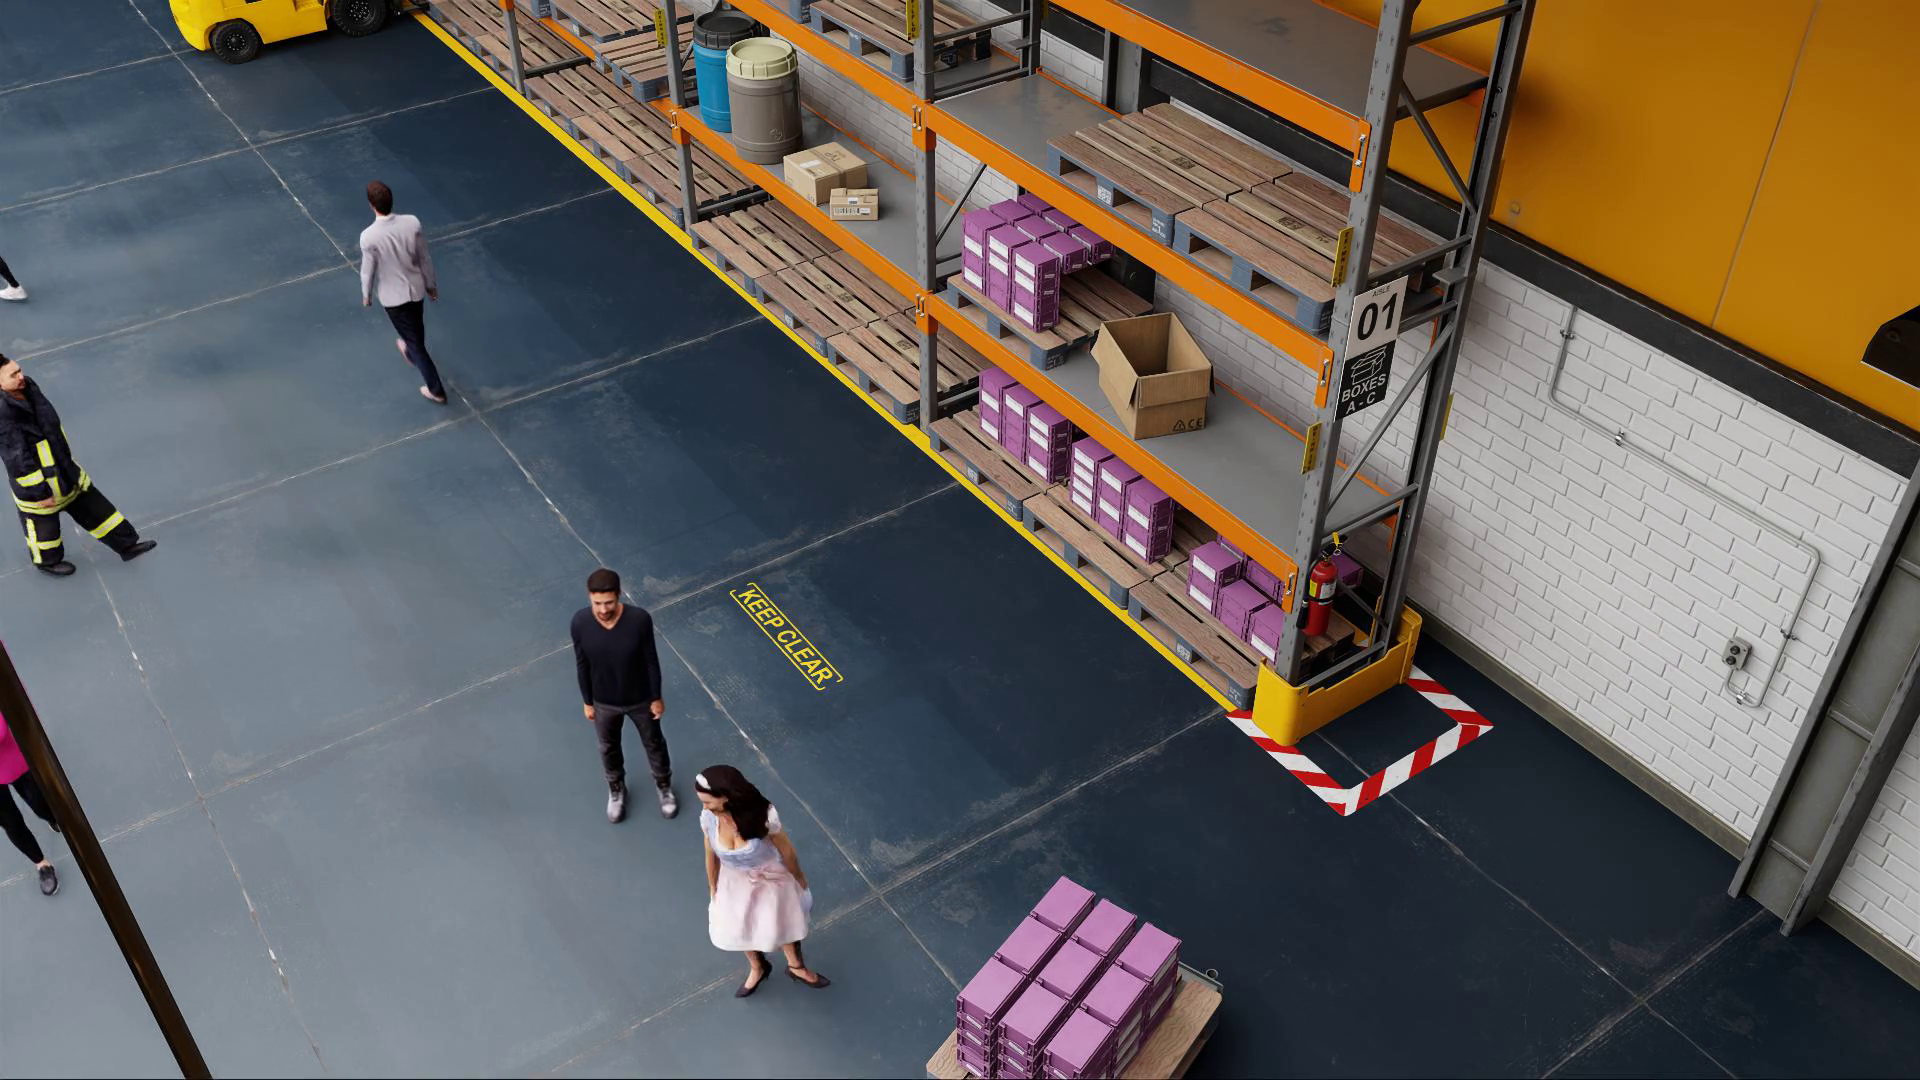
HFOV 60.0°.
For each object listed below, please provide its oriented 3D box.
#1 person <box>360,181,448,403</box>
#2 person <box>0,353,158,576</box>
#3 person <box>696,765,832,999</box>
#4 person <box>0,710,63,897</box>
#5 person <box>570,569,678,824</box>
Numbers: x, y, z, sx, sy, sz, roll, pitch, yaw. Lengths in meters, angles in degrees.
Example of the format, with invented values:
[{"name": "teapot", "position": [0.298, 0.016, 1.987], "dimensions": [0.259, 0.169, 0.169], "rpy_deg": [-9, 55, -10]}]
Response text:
[{"name": "person", "position": [-4.338, -1.902, 13.105], "dimensions": [1.190, 1.810, 0.844], "rpy_deg": [30, 47, 32]}, {"name": "person", "position": [-6.341, -0.501, 11.334], "dimensions": [1.228, 1.831, 1.189], "rpy_deg": [4, 39, 5]}, {"name": "person", "position": [-0.983, 1.764, 8.531], "dimensions": [0.904, 1.790, 0.942], "rpy_deg": [-5, 39, -6]}, {"name": "person", "position": [-5.349, 1.243, 9.265], "dimensions": [0.623, 1.687, 0.830], "rpy_deg": [-19, 42, -22]}, {"name": "person", "position": [-1.940, 0.881, 9.577], "dimensions": [0.710, 1.863, 0.718], "rpy_deg": [-4, 39, -5]}]
